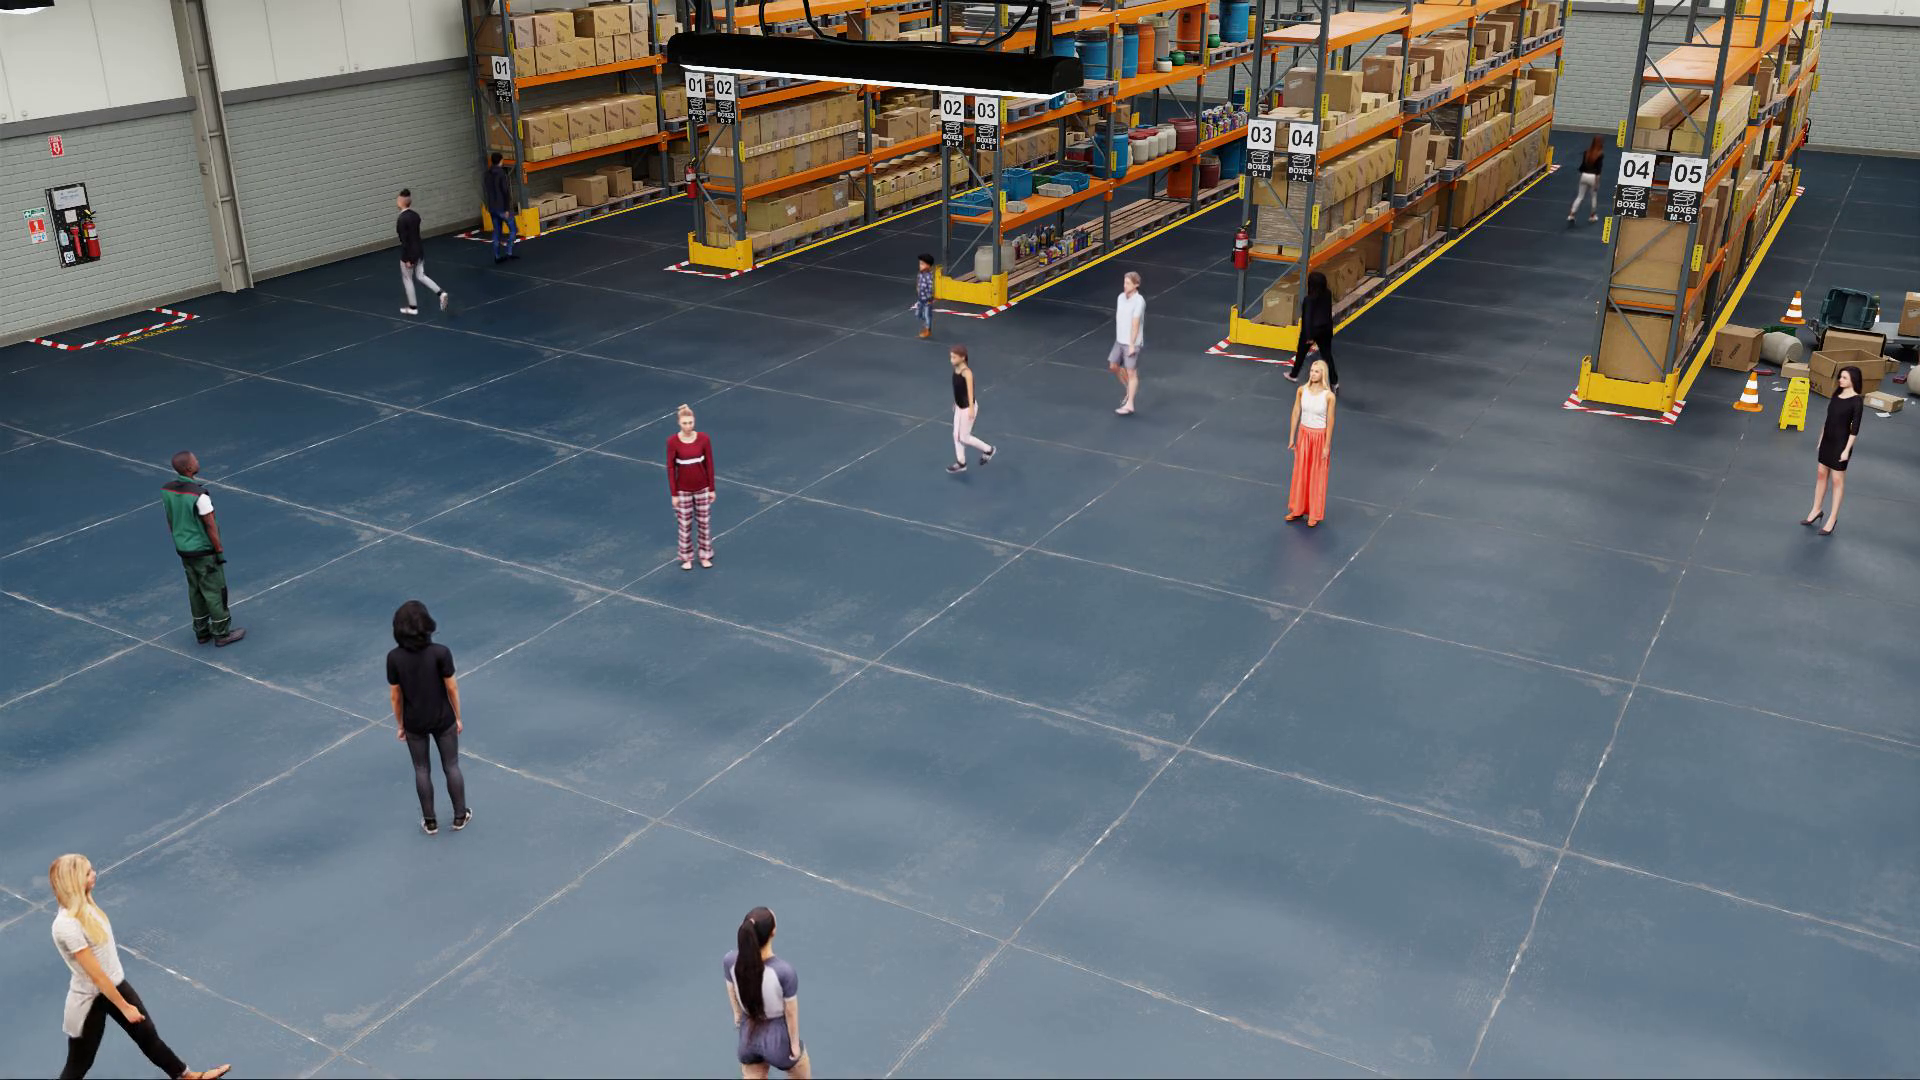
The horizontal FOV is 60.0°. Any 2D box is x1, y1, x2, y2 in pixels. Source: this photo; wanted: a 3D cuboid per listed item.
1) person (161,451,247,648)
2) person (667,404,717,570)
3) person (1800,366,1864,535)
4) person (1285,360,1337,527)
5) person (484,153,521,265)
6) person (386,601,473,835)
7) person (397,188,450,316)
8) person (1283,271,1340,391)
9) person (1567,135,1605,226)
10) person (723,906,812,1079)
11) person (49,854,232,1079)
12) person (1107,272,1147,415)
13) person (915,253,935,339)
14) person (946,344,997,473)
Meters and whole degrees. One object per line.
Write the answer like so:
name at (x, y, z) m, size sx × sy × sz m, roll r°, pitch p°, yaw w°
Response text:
person at (-6.854, 0.073, 14.973) m, size 0.715 × 1.839 × 0.625 m, roll 9°, pitch 25°, yaw 21°
person at (-2.661, -0.523, 16.552) m, size 0.663 × 1.700 × 0.742 m, roll -8°, pitch 24°, yaw -18°
person at (9.186, -0.954, 17.428) m, size 0.710 × 1.807 × 0.626 m, roll -4°, pitch 23°, yaw -8°
person at (3.744, -1.040, 17.636) m, size 0.648 × 1.803 × 0.606 m, roll 16°, pitch 28°, yaw 34°
person at (-7.907, -5.625, 28.327) m, size 0.705 × 1.873 × 0.677 m, roll 10°, pitch 25°, yaw 22°
person at (-3.872, 1.294, 12.108) m, size 0.693 × 1.834 × 0.741 m, roll -5°, pitch 23°, yaw -11°
person at (-8.236, -4.360, 25.275) m, size 0.949 × 1.933 × 1.066 m, roll 6°, pitch 24°, yaw 13°
person at (4.763, -2.714, 21.866) m, size 1.161 × 1.571 × 1.056 m, roll -14°, pitch 27°, yaw -29°
person at (11.727, -6.706, 31.130) m, size 1.201 × 1.670 × 0.848 m, roll -19°, pitch 30°, yaw -38°
person at (-1.071, 2.744, 8.951) m, size 0.642 × 1.635 × 0.640 m, roll 9°, pitch 25°, yaw 19°
person at (-4.865, 2.578, 9.155) m, size 1.195 × 1.781 × 1.080 m, roll -8°, pitch 24°, yaw -18°
person at (2.216, -2.506, 21.059) m, size 0.841 × 1.821 × 0.788 m, roll -15°, pitch 27°, yaw -31°
person at (-0.470, -3.579, 24.318) m, size 0.570 × 1.245 × 0.562 m, roll -19°, pitch 29°, yaw -37°
person at (0.125, -1.518, 19.103) m, size 0.900 × 1.533 × 0.778 m, roll -11°, pitch 25°, yaw -23°
